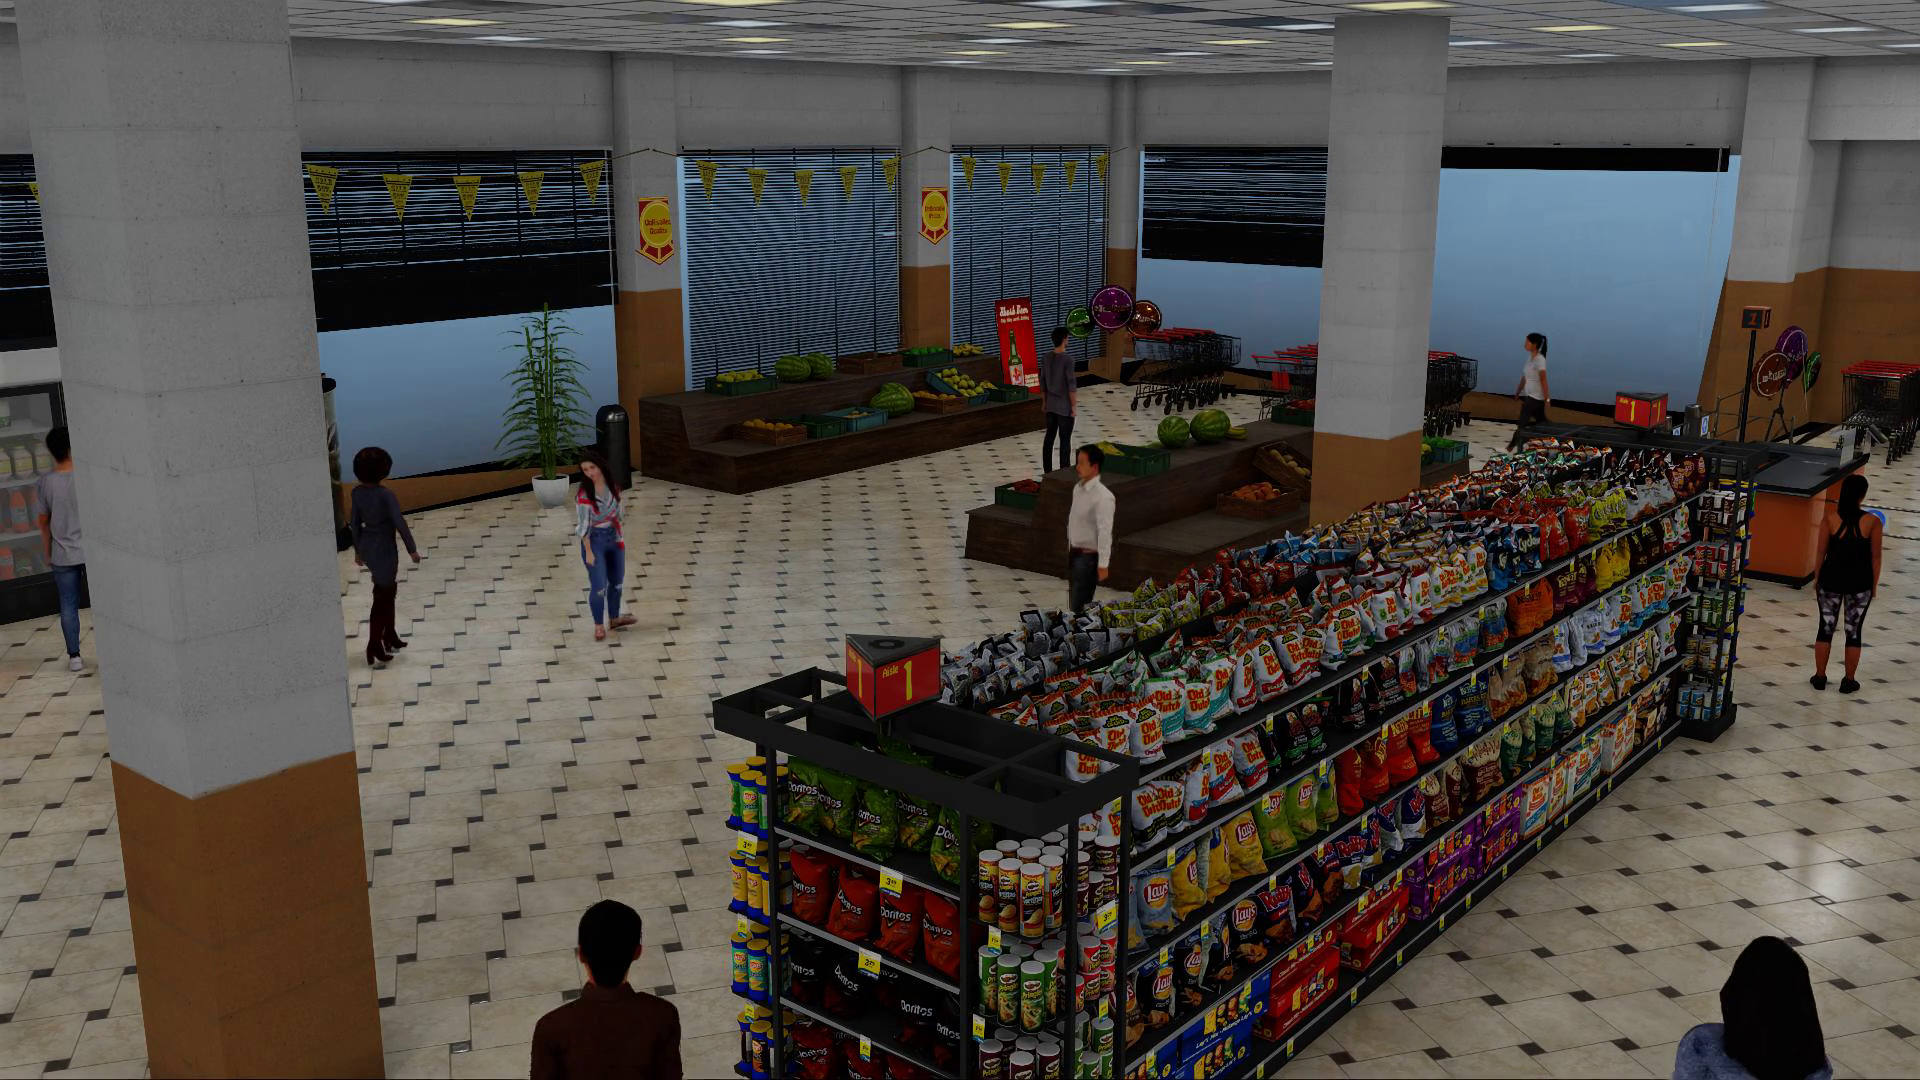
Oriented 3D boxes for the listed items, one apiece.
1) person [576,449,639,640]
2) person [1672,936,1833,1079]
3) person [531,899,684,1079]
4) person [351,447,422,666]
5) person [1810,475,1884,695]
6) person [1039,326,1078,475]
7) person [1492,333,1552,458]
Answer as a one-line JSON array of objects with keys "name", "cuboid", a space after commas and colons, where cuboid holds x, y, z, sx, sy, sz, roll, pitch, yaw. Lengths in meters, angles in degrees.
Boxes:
[{"name": "person", "cuboid": [-2.932, 0.028, 13.646, 0.800, 1.585, 0.500, 7, 15, 28]}, {"name": "person", "cuboid": [2.296, 2.065, 4.954, 0.914, 1.722, 1.250, 5, 14, 19]}, {"name": "person", "cuboid": [-1.074, 1.996, 5.150, 0.970, 1.764, 0.954, -5, 15, -21]}, {"name": "person", "cuboid": [-4.572, 0.147, 12.920, 0.639, 1.696, 0.729, 8, 16, 31]}, {"name": "person", "cuboid": [6.563, 0.309, 12.330, 0.607, 1.658, 0.548, 8, 16, 31]}, {"name": "person", "cuboid": [1.180, -1.622, 19.880, 0.685, 1.853, 0.558, 13, 19, 43]}, {"name": "person", "cuboid": [7.388, -1.786, 21.099, 1.048, 1.597, 1.085, 1, 14, 5]}]
